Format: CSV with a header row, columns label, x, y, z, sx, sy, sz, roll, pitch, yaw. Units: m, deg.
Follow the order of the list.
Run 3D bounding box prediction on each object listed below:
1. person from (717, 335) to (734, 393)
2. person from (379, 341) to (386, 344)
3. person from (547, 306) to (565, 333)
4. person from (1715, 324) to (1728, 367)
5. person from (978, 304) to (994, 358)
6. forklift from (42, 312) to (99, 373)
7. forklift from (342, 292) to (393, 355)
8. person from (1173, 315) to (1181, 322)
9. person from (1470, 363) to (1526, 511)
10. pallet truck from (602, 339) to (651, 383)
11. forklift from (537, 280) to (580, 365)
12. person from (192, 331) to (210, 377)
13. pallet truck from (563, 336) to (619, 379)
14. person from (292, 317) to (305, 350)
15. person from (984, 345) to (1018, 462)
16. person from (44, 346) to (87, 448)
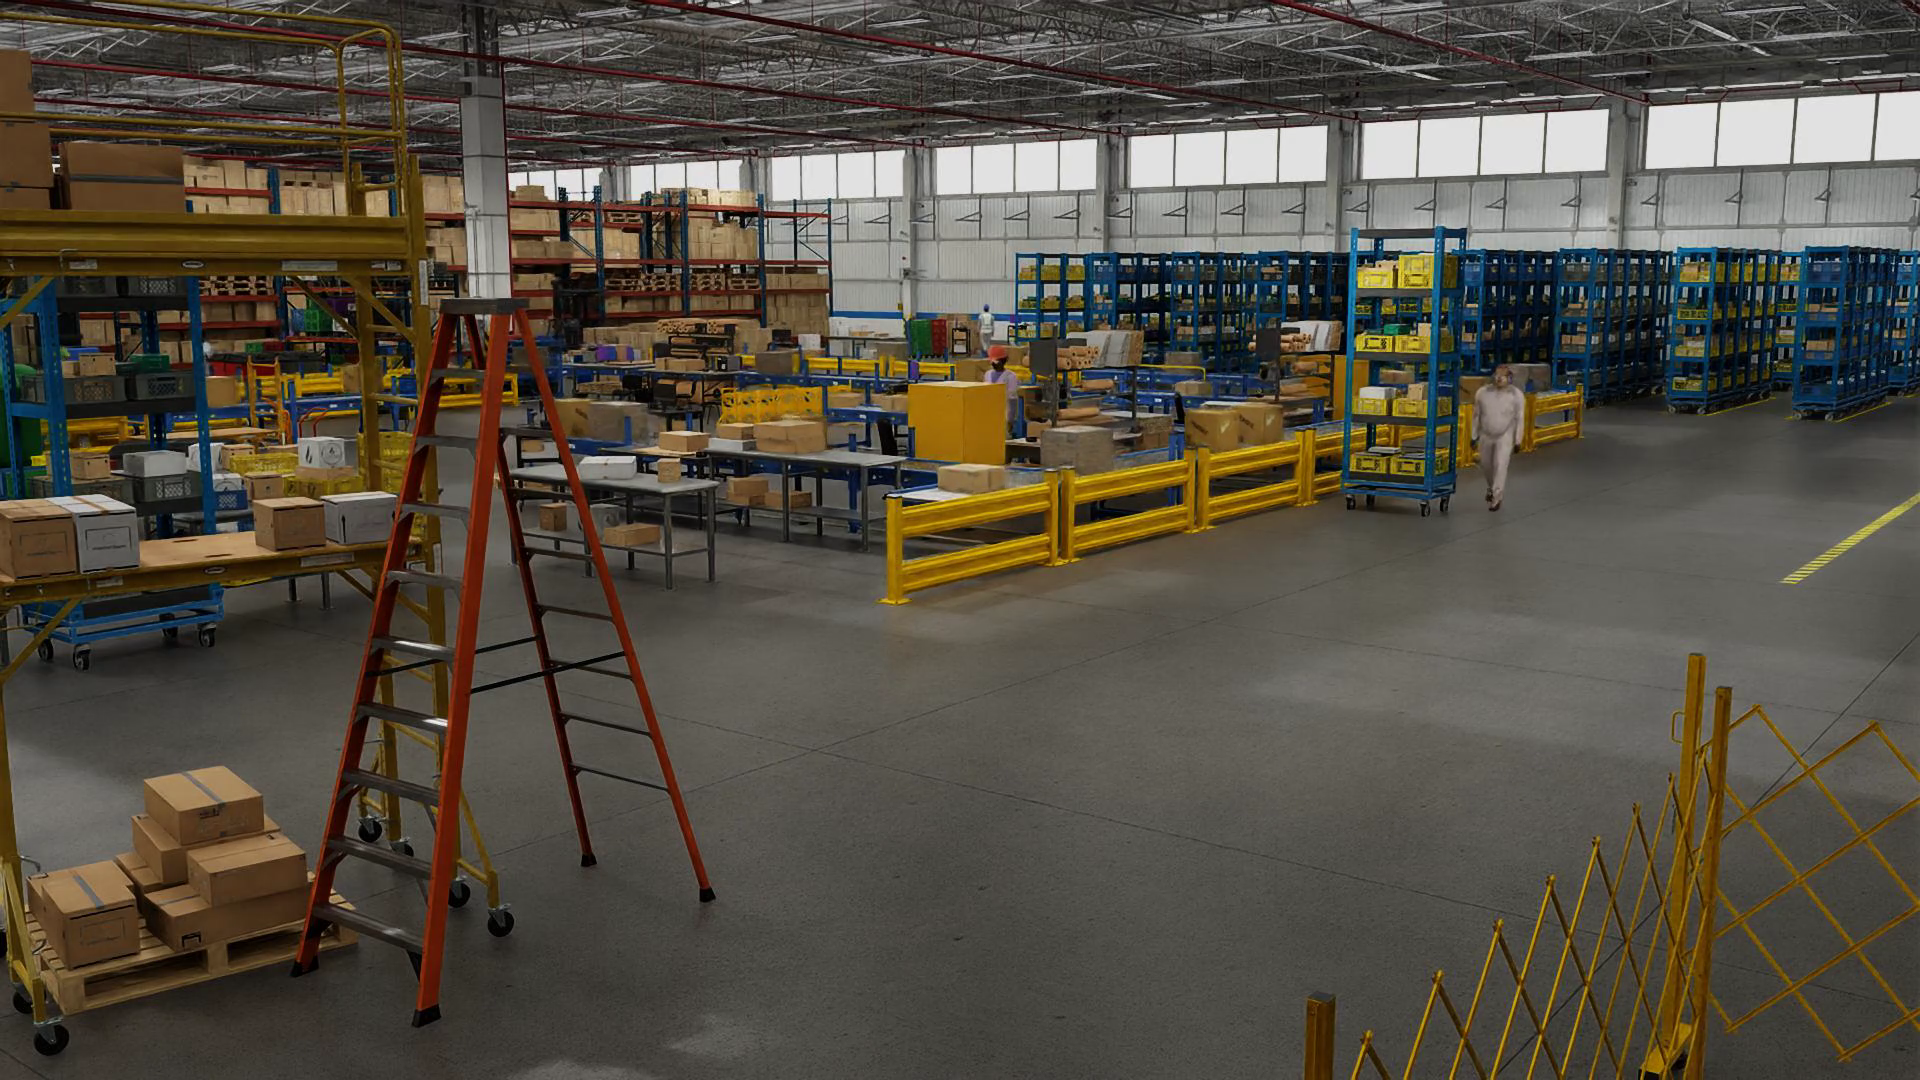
label,x,y,z,sx,sy,sz,roll,pitch,yaw
person,-5.728,-4.317,40.484,0.387,1.752,0.554,4,10,24
person,-17.637,-5.899,50.344,0.519,1.756,0.348,-7,11,-37
person,-13.570,-6.906,55.891,0.622,1.992,0.396,-2,9,-12
person,19.685,-4.783,43.101,0.381,1.845,0.570,7,11,37
person,0.939,-7.549,60.091,0.633,1.930,0.433,-3,10,-18
forklift,-23.779,-5.451,44.052,1.873,2.768,1.129,7,11,36
forklift,-16.485,-5.622,45.120,1.129,2.768,1.873,7,11,37
person,7.346,-6.724,55.406,0.614,1.785,0.917,4,10,23
person,6.936,-1.339,21.456,0.657,1.892,0.622,6,11,33
pallet truck,-8.991,-4.871,45.351,0.653,1.274,1.630,7,11,37
forklift,-12.528,-6.875,52.937,1.873,2.768,1.129,7,11,37
person,-18.364,-4.244,40.237,0.534,1.677,0.448,3,10,21
pallet truck,-10.690,-5.294,48.215,1.601,1.201,0.680,-5,10,-26
person,-16.894,-4.750,42.650,0.412,1.923,0.569,0,9,-2
person,0.535,-1.735,23.480,0.607,2.040,0.378,8,12,42
person,-15.285,-2.374,28.182,0.595,1.815,0.723,9,13,43
